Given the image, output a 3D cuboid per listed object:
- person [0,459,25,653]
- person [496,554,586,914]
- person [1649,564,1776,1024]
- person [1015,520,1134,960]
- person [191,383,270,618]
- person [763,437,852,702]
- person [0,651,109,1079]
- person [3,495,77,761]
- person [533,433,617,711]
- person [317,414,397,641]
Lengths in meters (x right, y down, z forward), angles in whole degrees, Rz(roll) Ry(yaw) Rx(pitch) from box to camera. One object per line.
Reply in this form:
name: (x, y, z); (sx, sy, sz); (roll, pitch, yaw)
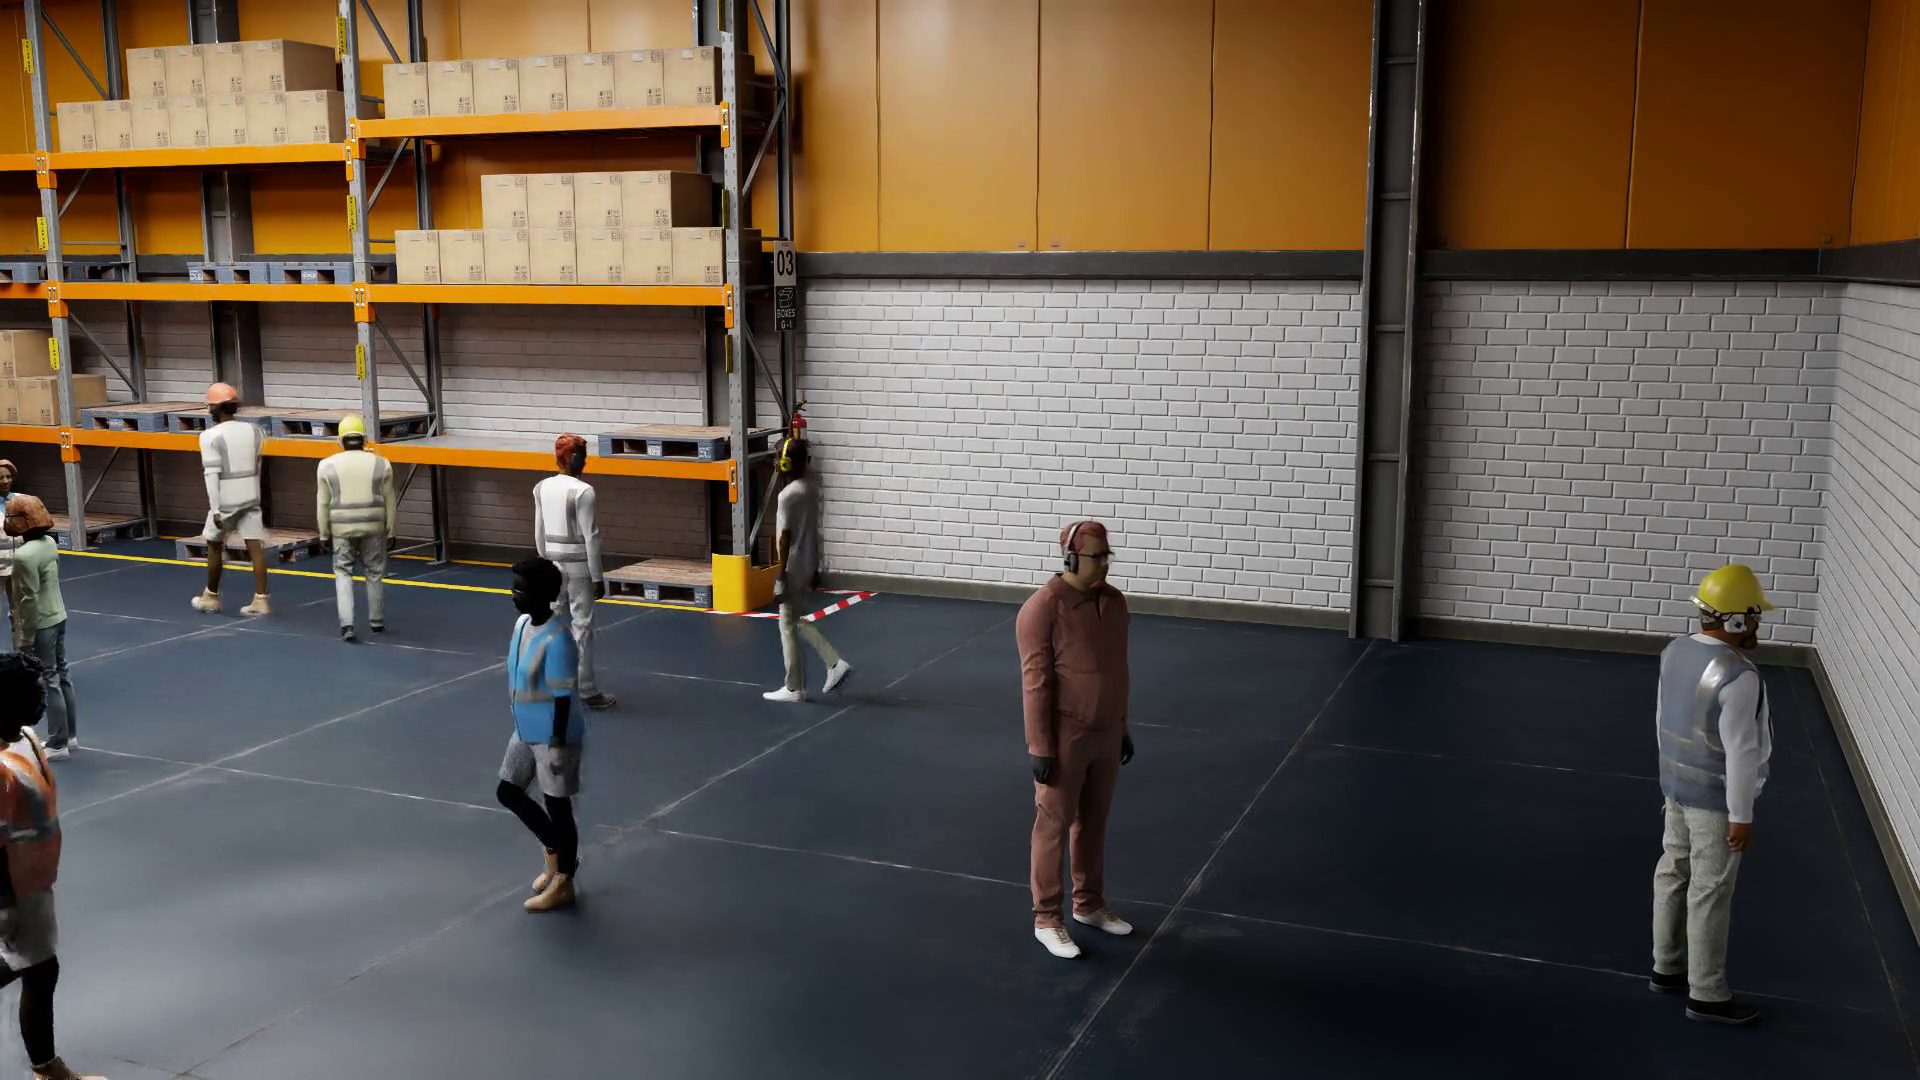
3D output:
person: (-6.833, 0.236, 11.921); (0.314, 1.641, 0.515); (6, 11, 31)
person: (-1.940, 0.901, 7.724); (0.366, 1.685, 0.551); (-7, 12, -37)
person: (3.028, 1.002, 6.697); (0.404, 1.834, 0.591); (-1, 9, -5)
person: (0.543, 0.859, 7.341); (0.411, 1.909, 0.643); (9, 13, 44)
person: (-6.302, -0.343, 14.301); (0.912, 2.005, 0.624); (6, 11, 33)
person: (-1.092, 0.220, 11.402); (0.511, 1.856, 0.512); (3, 10, 18)
person: (-3.439, 1.215, 5.879); (0.617, 1.675, 0.559); (-4, 10, -21)
person: (-5.604, 0.536, 10.123); (0.285, 1.634, 0.499); (-2, 10, -11)
person: (-2.627, 0.217, 11.290); (0.573, 1.887, 0.355); (6, 11, 34)
person: (-4.848, -0.101, 13.398); (0.600, 1.830, 0.404); (-4, 10, -21)
